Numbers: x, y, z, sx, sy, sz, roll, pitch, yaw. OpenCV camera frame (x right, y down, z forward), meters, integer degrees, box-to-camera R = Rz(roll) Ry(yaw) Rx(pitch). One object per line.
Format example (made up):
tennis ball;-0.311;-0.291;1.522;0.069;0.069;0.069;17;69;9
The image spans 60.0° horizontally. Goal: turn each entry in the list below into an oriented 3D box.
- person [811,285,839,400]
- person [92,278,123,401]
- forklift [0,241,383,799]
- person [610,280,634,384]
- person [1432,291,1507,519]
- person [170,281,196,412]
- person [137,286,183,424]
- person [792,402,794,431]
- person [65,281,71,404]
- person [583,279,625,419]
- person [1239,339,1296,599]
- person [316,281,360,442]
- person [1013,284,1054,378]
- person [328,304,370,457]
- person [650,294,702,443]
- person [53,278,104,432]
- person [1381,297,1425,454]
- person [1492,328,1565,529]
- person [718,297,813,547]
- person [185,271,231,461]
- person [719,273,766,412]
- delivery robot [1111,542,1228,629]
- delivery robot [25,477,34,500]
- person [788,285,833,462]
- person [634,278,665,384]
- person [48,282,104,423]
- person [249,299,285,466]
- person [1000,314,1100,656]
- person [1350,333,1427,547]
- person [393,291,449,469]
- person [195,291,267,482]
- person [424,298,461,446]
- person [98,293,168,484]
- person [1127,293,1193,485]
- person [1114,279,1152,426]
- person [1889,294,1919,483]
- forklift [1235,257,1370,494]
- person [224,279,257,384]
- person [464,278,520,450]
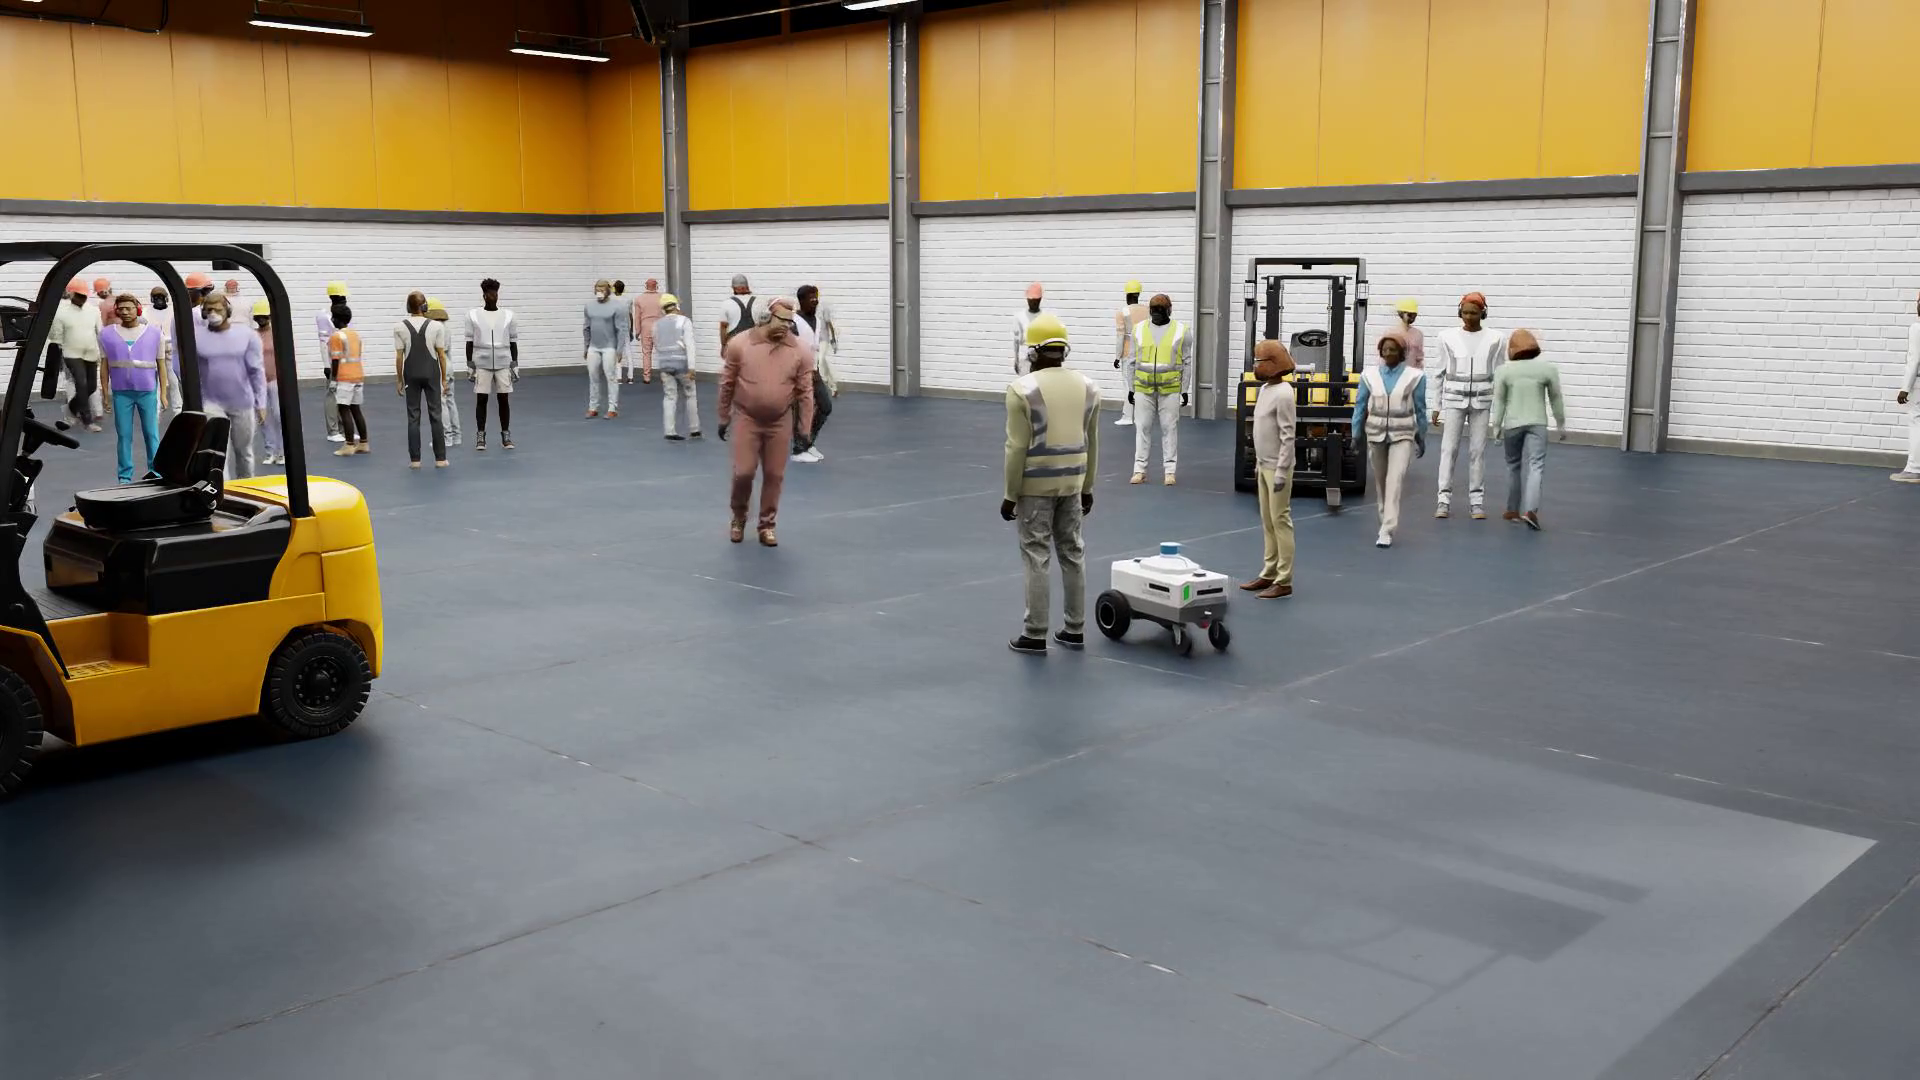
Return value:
person;-2.193;-3.130;26.410;0.602;1.816;0.842;8;12;41
person;-13.182;-3.109;25.964;0.844;1.933;0.630;-1;9;-6
forklift;-3.706;-0.171;7.093;1.214;2.155;2.313;9;13;43
person;-6.125;-3.745;30.009;0.517;1.869;0.328;-7;11;-36
person;4.213;-1.111;13.797;0.585;1.884;0.339;2;9;12
person;-8.380;-1.841;18.114;0.354;1.939;0.544;-5;11;-30
person;-10.574;-2.438;22.079;0.634;1.839;0.429;-4;10;-23
person;-2.286;-2.244;21.453;0.553;1.642;0.893;-2;9;-10
person;-13.437;-2.960;25.142;0.601;1.893;0.447;9;13;44
person;-4.925;-2.629;22.977;0.648;1.932;0.414;3;10;18
person;1.964;-0.444;10.479;0.286;1.631;0.501;-1;9;-7
person;-7.462;-2.146;20.012;0.371;1.929;0.585;2;10;15
person;0.958;-2.333;21.314;0.557;1.885;1.005;1;9;7
person;-6.802;-1.771;18.456;0.319;1.687;0.534;1;9;7
person;-3.371;-2.061;19.974;0.660;1.772;0.792;3;10;19
person;-11.287;-2.359;21.257;0.886;1.962;0.626;6;11;33
person;4.945;-1.821;18.540;0.541;1.751;0.371;-3;10;-20
person;4.587;-0.895;13.426;0.557;1.612;0.791;3;10;16
person;-1.438;-0.866;12.367;0.684;1.865;0.565;-3;10;-16
person;-8.023;-1.819;17.658;0.373;2.043;0.615;0;9;2
person;-3.125;-2.849;23.978;0.701;2.000;0.672;-4;10;-24
delivery robot;1.155;0.257;9.192;0.477;0.478;0.707;-6;11;-32
delivery robot;-7.814;-0.427;13.388;0.477;0.478;0.707;1;9;6
person;-1.636;-1.773;17.812;0.480;1.898;0.616;5;10;26
person;-5.558;-3.778;30.090;0.644;1.907;0.399;-2;9;-11
person;-11.888;-2.515;22.364;0.646;1.902;0.527;-4;10;-25
person;-7.314;-1.642;17.476;0.544;1.748;0.612;-1;9;-5
person;0.469;-0.295;8.958;0.600;1.829;0.404;-6;11;-32
person;3.255;-0.774;12.629;0.541;1.593;0.880;5;10;27
person;-5.567;-1.644;17.211;0.507;1.840;0.343;-2;10;-14
person;-6.067;-1.107;13.762;0.630;1.897;1.013;-4;10;-22
person;-6.119;-1.972;19.552;0.358;1.733;0.486;1;9;5
person;-7.640;-1.354;15.406;0.565;1.846;0.388;-3;10;-20
person;1.905;-1.442;15.987;0.621;1.838;0.429;3;10;15
person;2.293;-2.477;22.036;0.587;1.930;0.363;-6;11;-31
person;9.360;-1.494;16.159;0.573;1.883;0.355;-4;10;-25
forklift;3.309;-1.629;16.029;1.214;2.155;2.313;2;9;11
person;-11.731;-3.263;26.955;0.639;1.902;0.406;-6;11;-34
person;-5.369;-2.017;19.102;0.604;1.967;0.367;-4;10;-21
